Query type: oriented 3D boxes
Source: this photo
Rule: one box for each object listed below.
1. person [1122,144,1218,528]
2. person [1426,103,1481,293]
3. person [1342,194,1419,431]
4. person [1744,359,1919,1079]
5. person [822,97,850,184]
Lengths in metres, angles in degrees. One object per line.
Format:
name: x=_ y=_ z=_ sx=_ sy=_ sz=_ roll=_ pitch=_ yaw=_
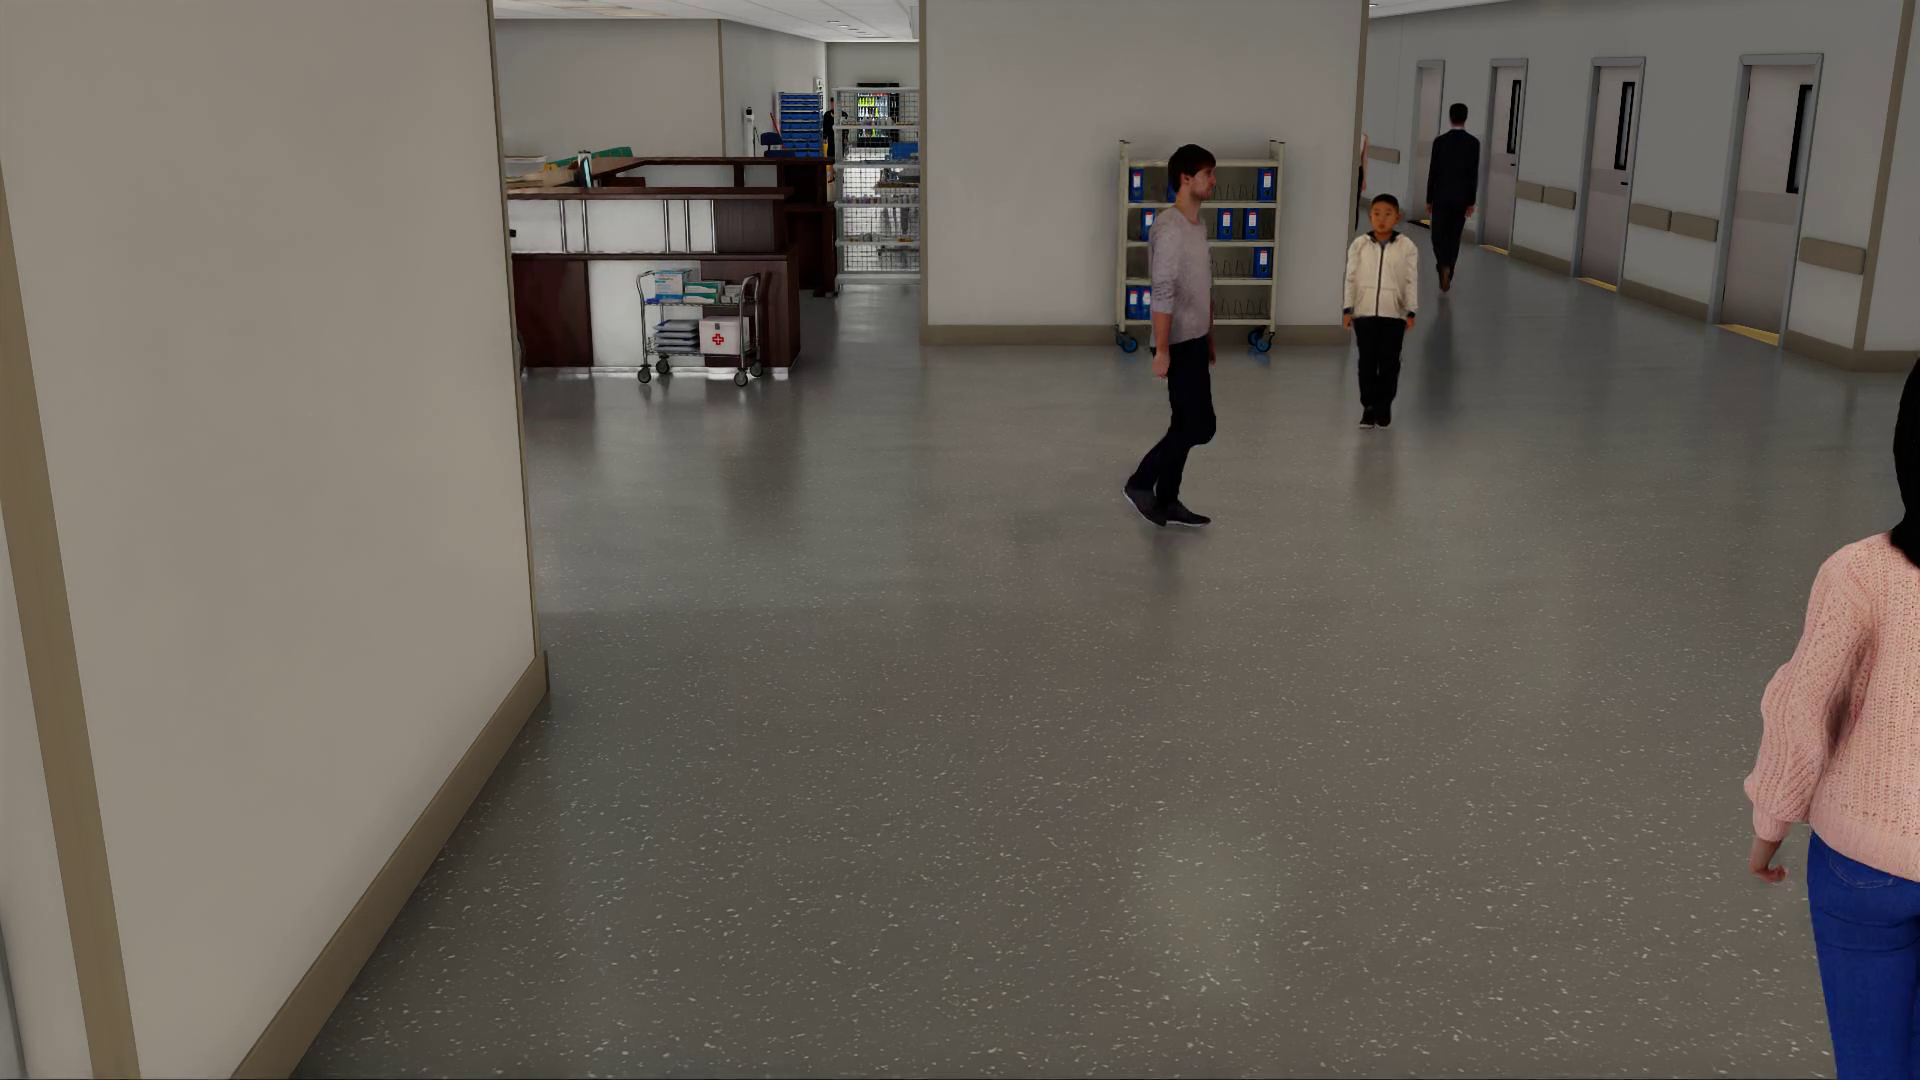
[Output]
person: x=0.969 y=-0.943 z=7.937 sx=0.804 sy=1.830 sz=0.780 roll=6 pitch=17 yaw=19
person: x=4.868 y=-3.343 z=16.433 sx=1.092 sy=1.839 sz=0.814 roll=3 pitch=16 yaw=9
person: x=2.609 y=-1.408 z=10.298 sx=0.552 sy=1.444 sz=0.710 roll=6 pitch=17 yaw=19
person: x=1.572 y=0.587 z=2.667 sx=0.843 sy=1.745 sz=0.833 roll=3 pitch=16 yaw=12
person: x=-2.469 y=-7.971 z=33.161 sx=0.650 sy=1.671 sz=0.814 roll=4 pitch=16 yaw=13
